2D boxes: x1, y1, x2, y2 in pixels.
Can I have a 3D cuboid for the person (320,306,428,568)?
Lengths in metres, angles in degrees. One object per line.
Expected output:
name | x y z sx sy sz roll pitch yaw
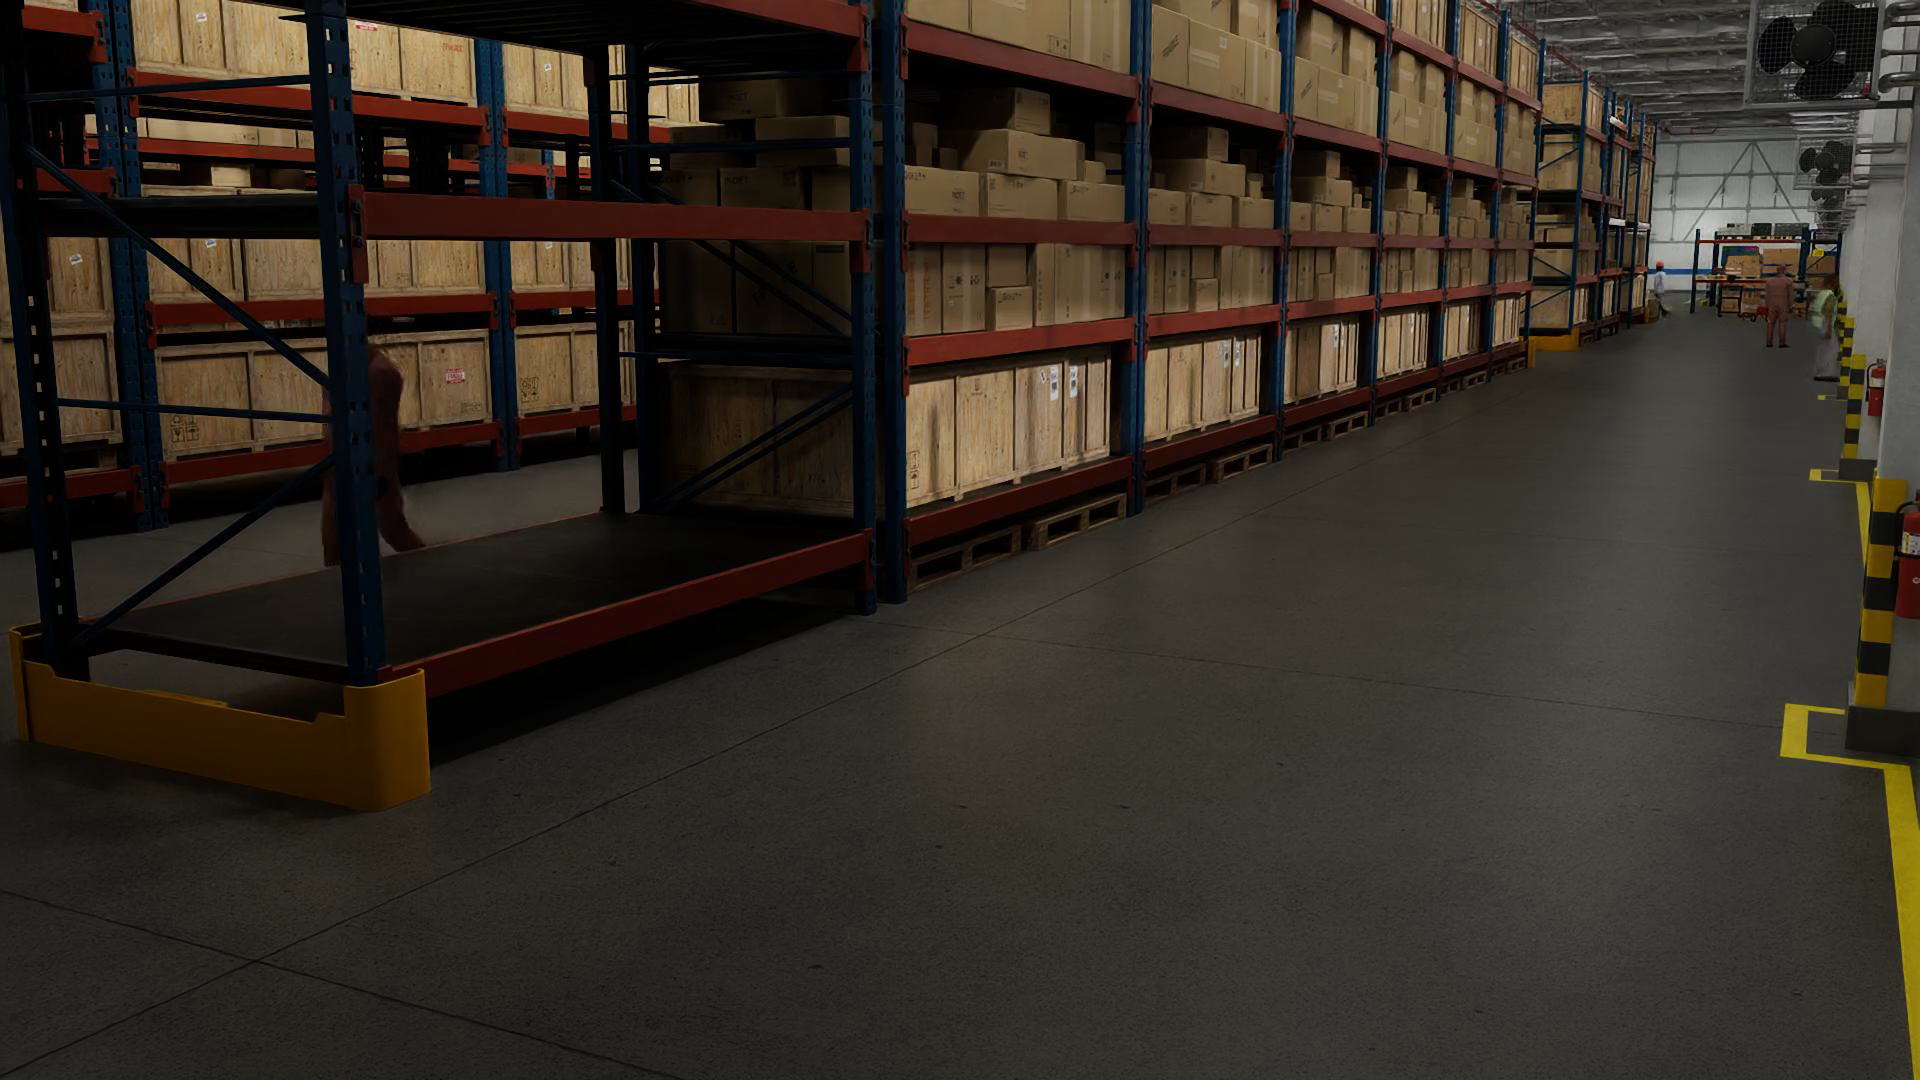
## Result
person | -3.482 -0.447 9.850 0.639 1.877 0.905 6 12 32

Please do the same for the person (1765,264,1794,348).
person | 18.912 -5.393 38.377 0.410 1.912 0.643 -8 13 -39

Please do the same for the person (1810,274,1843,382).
person | 14.720 -3.584 28.162 0.557 1.826 0.583 1 10 8

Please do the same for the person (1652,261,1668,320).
person | 22.619 -8.049 53.723 0.550 1.921 0.569 -9 13 -42
